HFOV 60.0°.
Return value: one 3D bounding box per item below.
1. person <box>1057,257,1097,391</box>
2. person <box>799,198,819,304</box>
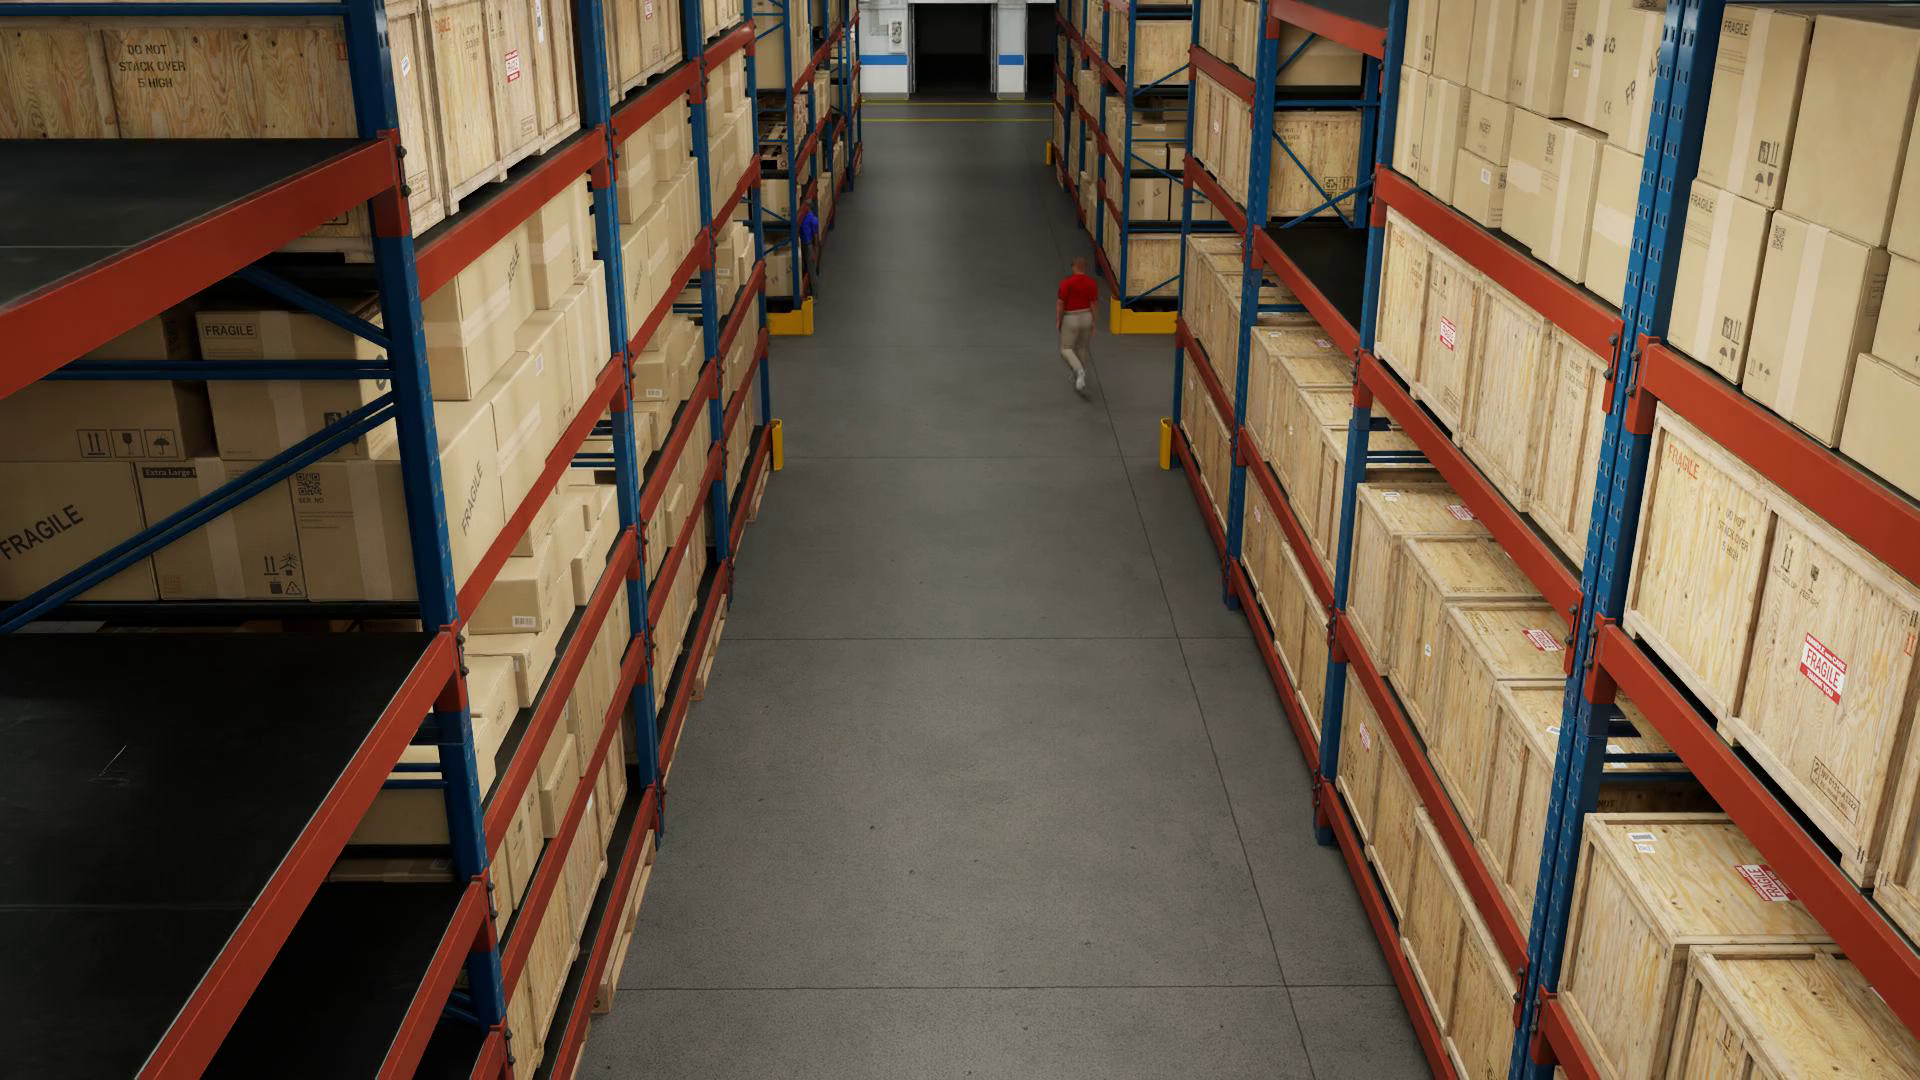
[{"bbox_3d":[1.534,-2.827,21.708,0.537,1.714,0.752,-9,23,-21],"label":"person"},{"bbox_3d":[-2.429,-4.563,26.239,0.345,1.659,0.441,-18,28,-38],"label":"person"}]
